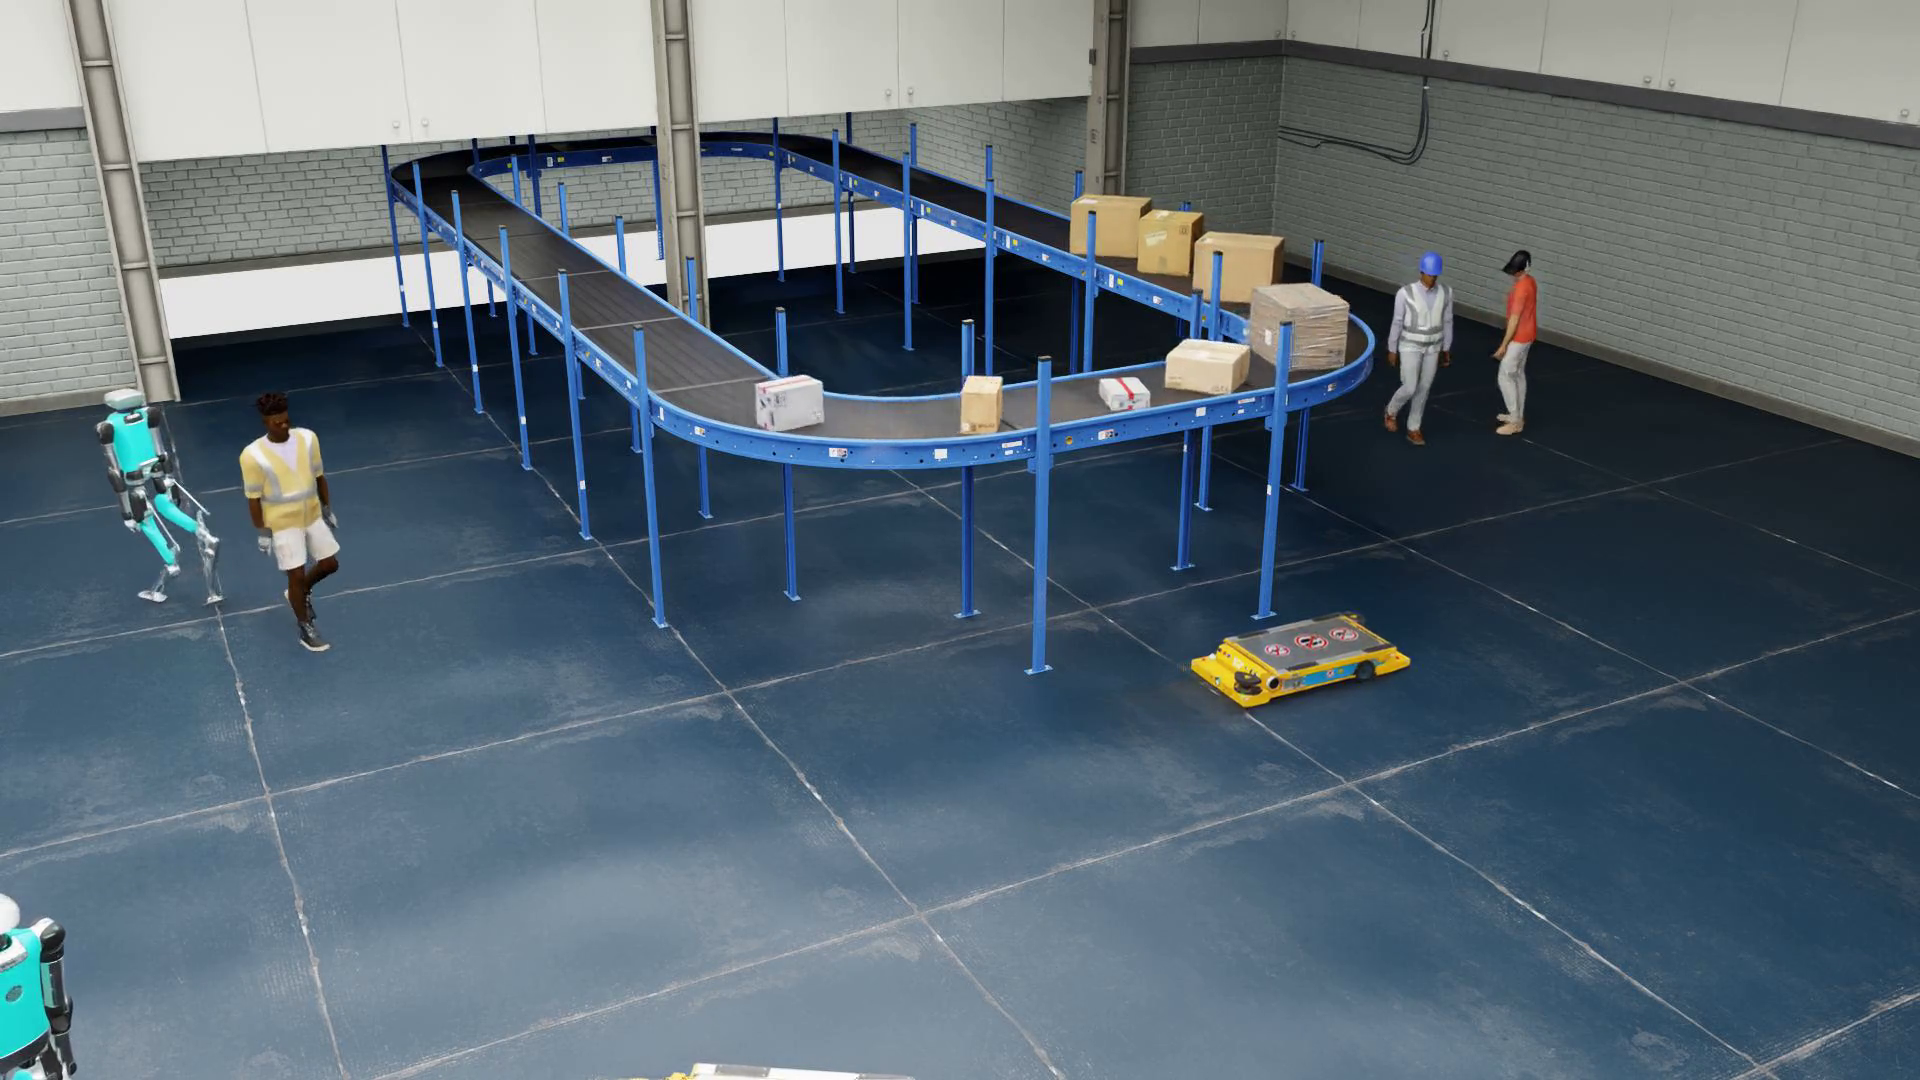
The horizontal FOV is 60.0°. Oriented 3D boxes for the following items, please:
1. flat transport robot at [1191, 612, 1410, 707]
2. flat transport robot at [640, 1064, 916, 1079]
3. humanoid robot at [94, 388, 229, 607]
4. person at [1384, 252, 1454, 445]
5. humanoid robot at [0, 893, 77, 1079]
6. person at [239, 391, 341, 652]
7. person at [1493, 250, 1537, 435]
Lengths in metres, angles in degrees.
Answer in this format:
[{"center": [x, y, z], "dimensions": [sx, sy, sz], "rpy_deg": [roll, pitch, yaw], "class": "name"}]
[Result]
[{"center": [2.423, 0.839, 11.802], "dimensions": [1.431, 0.231, 0.659], "rpy_deg": [-10, 24, -24], "class": "flat transport robot"}, {"center": [-0.802, 2.642, 7.344], "dimensions": [1.431, 0.231, 0.659], "rpy_deg": [2, 22, 5], "class": "flat transport robot"}, {"center": [-5.960, -0.248, 12.580], "dimensions": [0.985, 1.766, 0.532], "rpy_deg": [9, 24, 21], "class": "humanoid robot"}, {"center": [4.514, -1.892, 16.348], "dimensions": [0.606, 1.925, 0.475], "rpy_deg": [-5, 23, -13], "class": "person"}, {"center": [-3.900, 2.142, 6.671], "dimensions": [1.071, 1.737, 0.556], "rpy_deg": [12, 25, 27], "class": "humanoid robot"}, {"center": [-4.833, -0.160, 12.032], "dimensions": [0.526, 1.947, 0.634], "rpy_deg": [15, 26, 33], "class": "person"}, {"center": [5.579, -2.000, 16.692], "dimensions": [0.381, 1.875, 0.599], "rpy_deg": [10, 24, 24], "class": "person"}]
